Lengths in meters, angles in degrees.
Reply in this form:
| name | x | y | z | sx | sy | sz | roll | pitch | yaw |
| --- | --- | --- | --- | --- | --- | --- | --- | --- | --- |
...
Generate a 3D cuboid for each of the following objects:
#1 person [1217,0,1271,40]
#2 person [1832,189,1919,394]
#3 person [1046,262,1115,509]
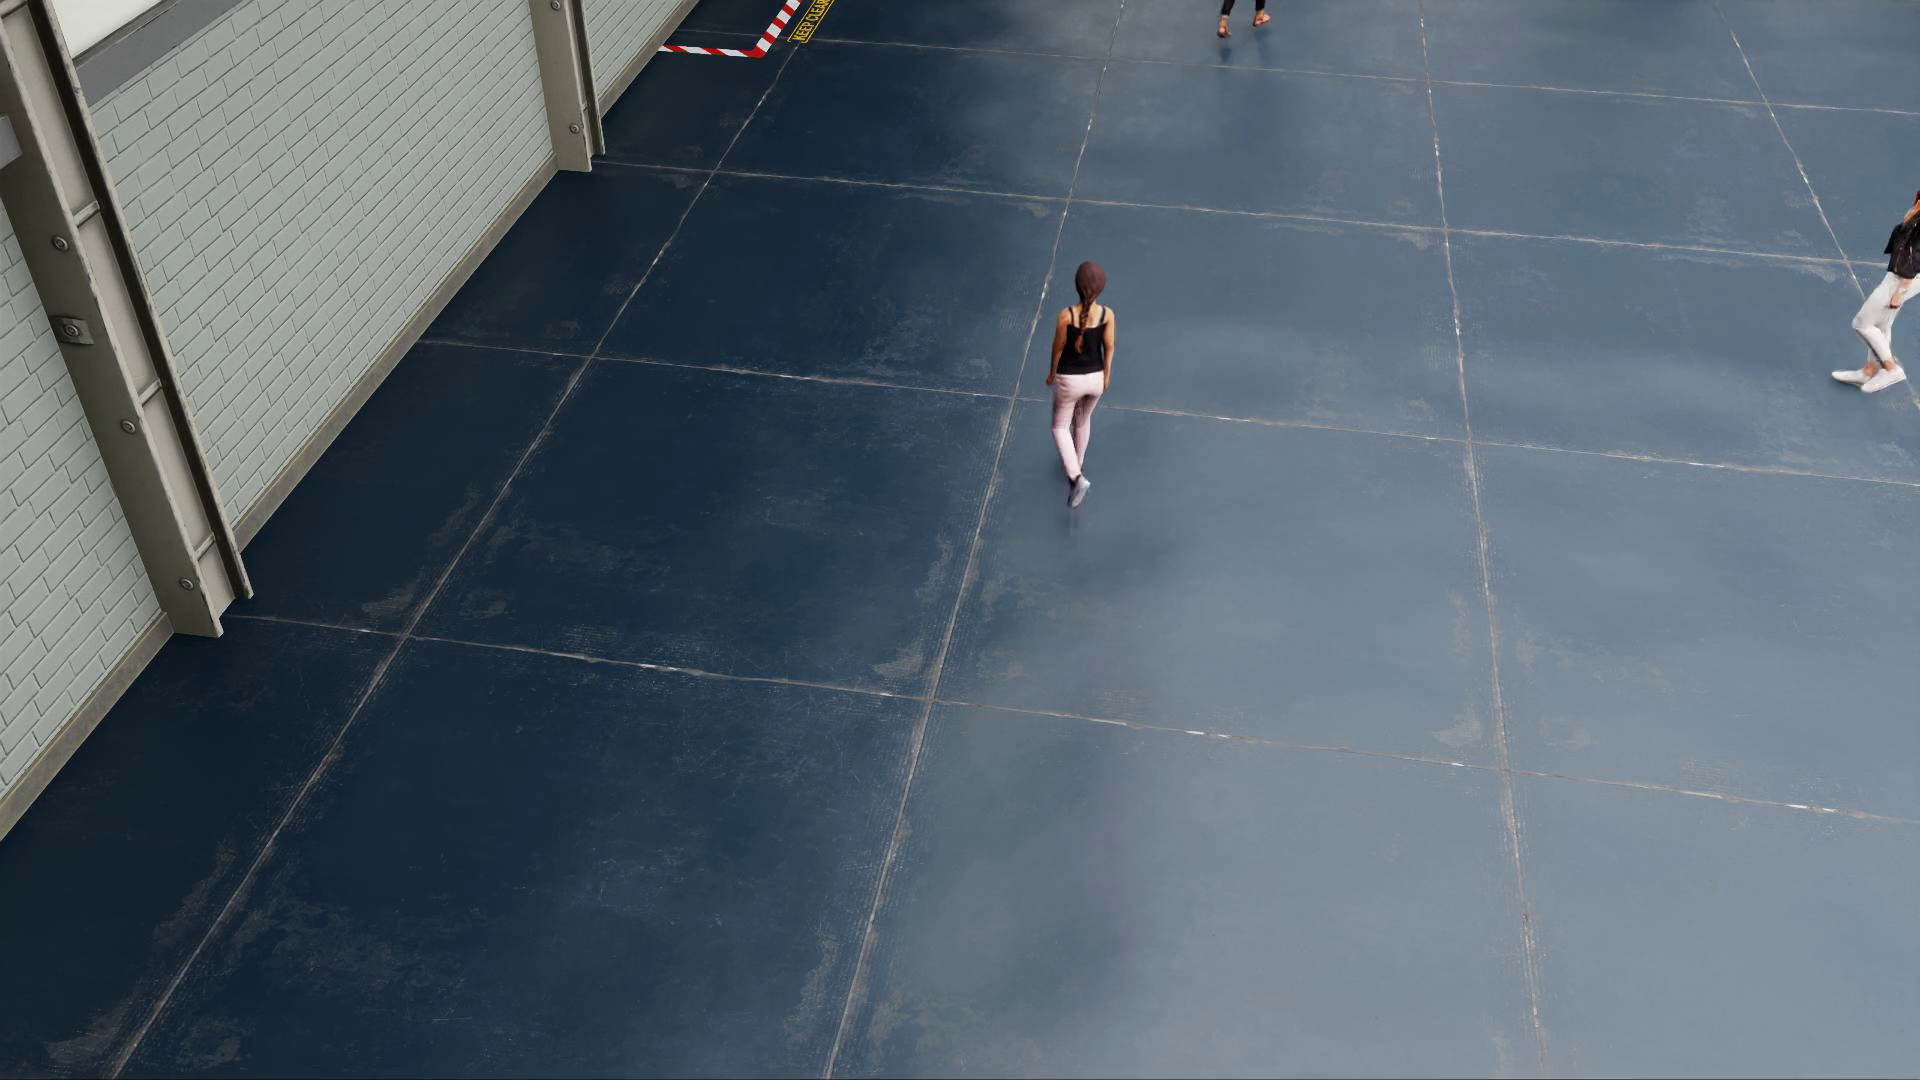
| name | x | y | z | sx | sy | sz | roll | pitch | yaw |
| --- | --- | --- | --- | --- | --- | --- | --- | --- | --- |
| person | 2.727 | -5.625 | 15.749 | 0.957 | 1.789 | 1.241 | 24 | 44 | 27 |
| person | 6.192 | -1.674 | 10.776 | 0.787 | 1.694 | 0.700 | 19 | 42 | 23 |
| person | 0.723 | -0.912 | 9.921 | 0.744 | 1.547 | 0.958 | -7 | 39 | -9 |
